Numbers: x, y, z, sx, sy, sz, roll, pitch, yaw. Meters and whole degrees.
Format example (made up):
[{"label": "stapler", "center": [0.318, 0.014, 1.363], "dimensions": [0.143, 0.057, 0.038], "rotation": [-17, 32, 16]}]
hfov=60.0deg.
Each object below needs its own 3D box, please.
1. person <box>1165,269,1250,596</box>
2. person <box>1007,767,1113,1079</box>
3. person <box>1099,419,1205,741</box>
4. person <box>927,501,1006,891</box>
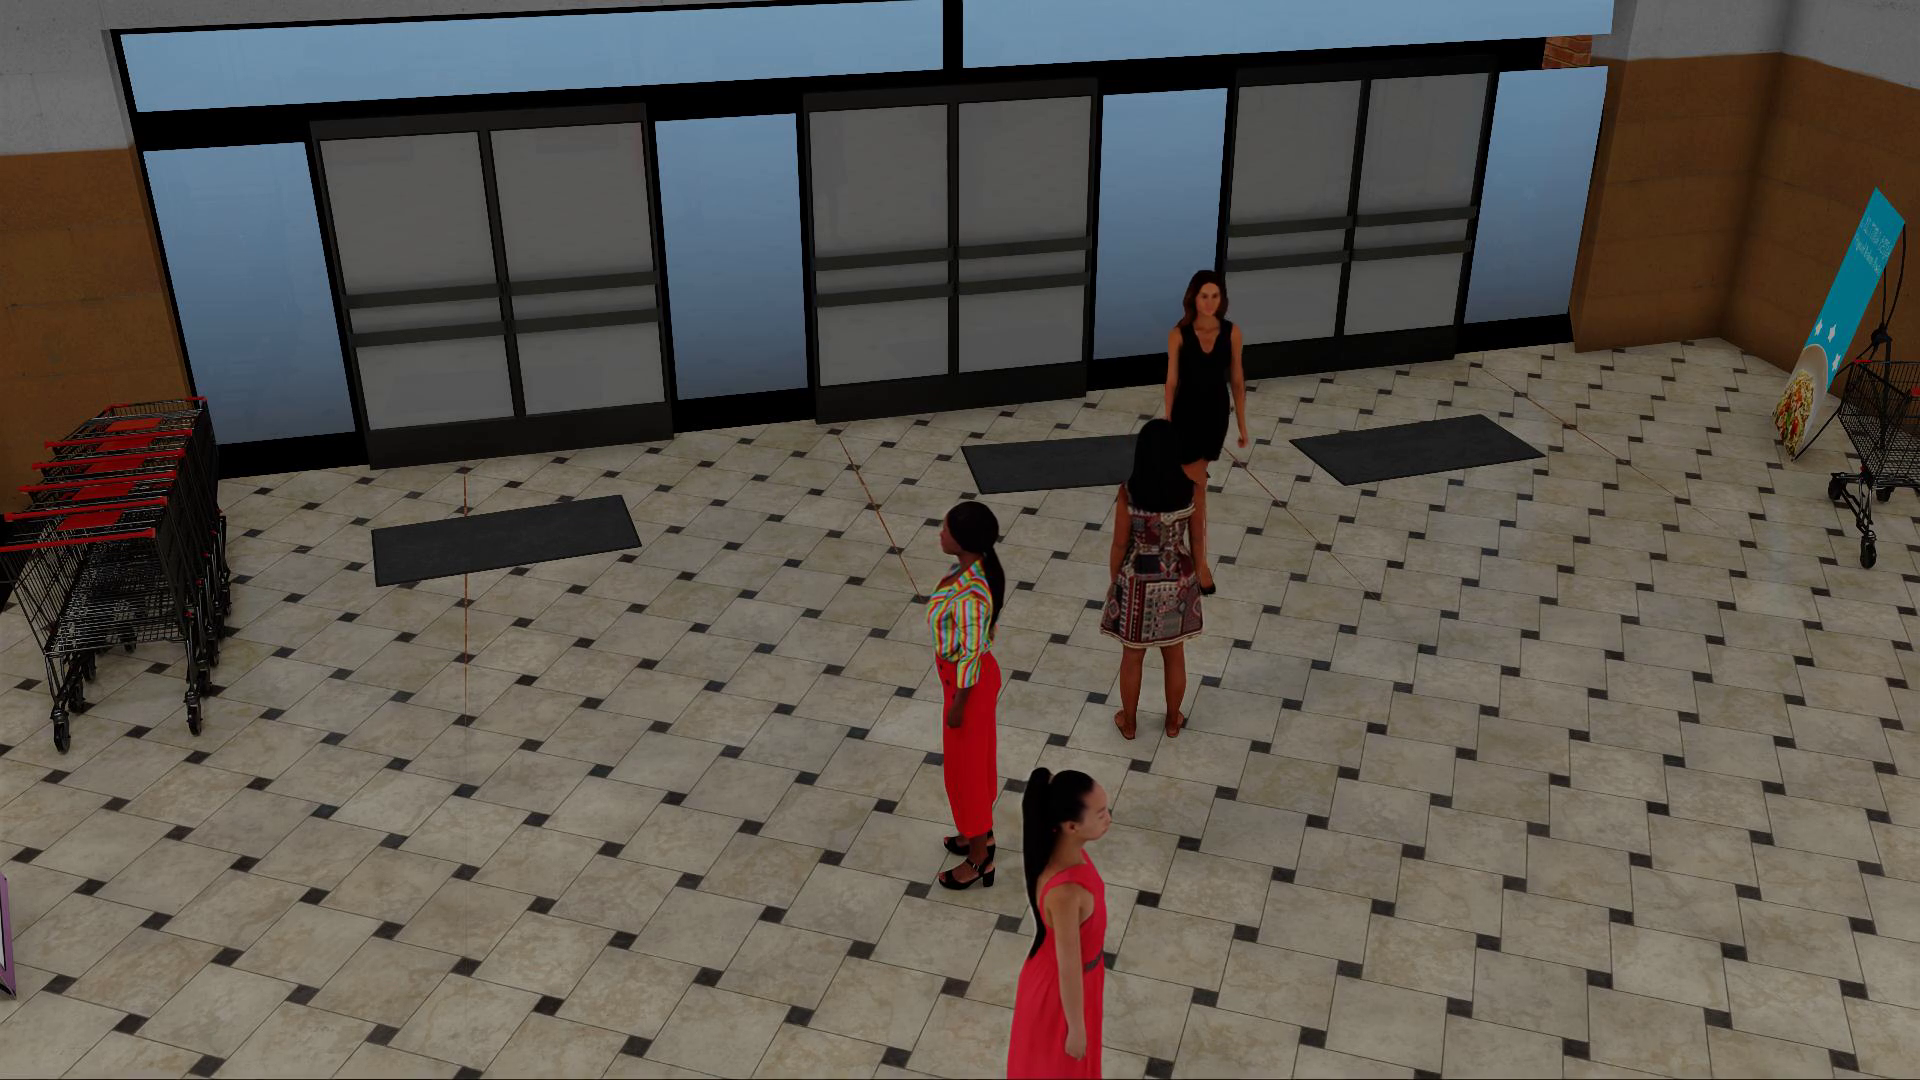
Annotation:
[{"label": "person", "center": [1.340, -0.649, 9.420], "dimensions": [0.663, 1.779, 1.160], "rotation": [-4, 27, -8]}, {"label": "person", "center": [0.328, 1.459, 5.322], "dimensions": [0.734, 1.726, 0.594], "rotation": [0, 27, 0]}, {"label": "person", "center": [0.920, 0.200, 7.898], "dimensions": [0.693, 1.642, 0.601], "rotation": [-1, 27, -3]}, {"label": "person", "center": [0.041, 0.648, 6.847], "dimensions": [0.728, 1.793, 0.594], "rotation": [3, 27, 6]}]
